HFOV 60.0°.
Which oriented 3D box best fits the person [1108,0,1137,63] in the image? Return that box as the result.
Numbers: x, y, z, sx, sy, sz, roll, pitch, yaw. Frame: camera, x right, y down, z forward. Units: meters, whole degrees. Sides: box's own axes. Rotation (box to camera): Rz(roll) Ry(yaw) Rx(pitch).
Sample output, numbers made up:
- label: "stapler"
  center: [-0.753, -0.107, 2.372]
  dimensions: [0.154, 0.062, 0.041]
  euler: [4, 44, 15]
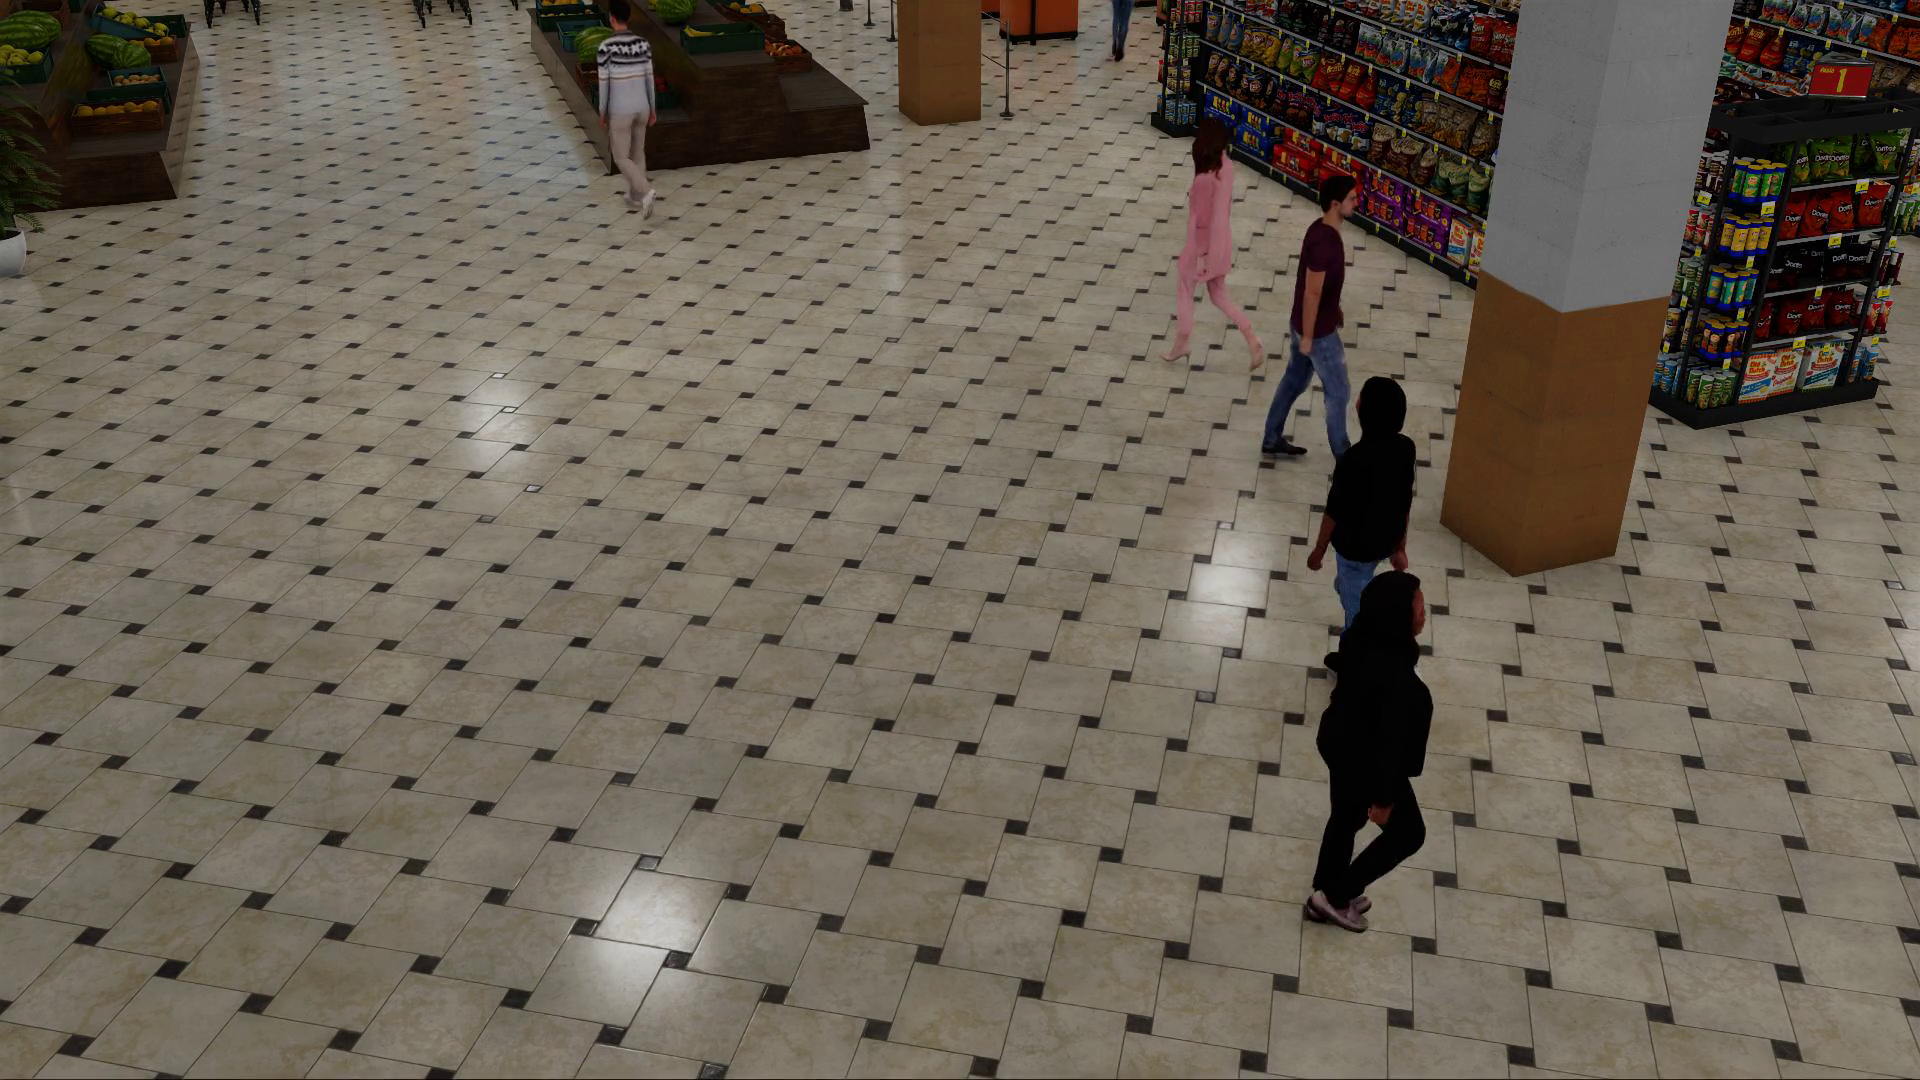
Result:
- label: "person"
  center: [1.956, -6.572, 19.929]
  dimensions: [0.713, 1.631, 0.766]
  euler: [8, 30, 14]

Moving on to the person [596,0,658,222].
- label: "person"
  center: [-2.863, -3.739, 14.528]
  dimensions: [0.934, 1.833, 1.138]
  euler: [-23, 36, -36]

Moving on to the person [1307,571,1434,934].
- label: "person"
  center: [1.474, 0.858, 6.350]
  dimensions: [0.768, 1.602, 0.620]
  euler: [-5, 29, -9]

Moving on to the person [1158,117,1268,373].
- label: "person"
  center: [1.772, -1.945, 11.305]
  dimensions: [1.175, 1.774, 0.992]
  euler: [21, 35, 34]

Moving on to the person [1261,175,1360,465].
- label: "person"
  center: [2.073, -1.308, 10.089]
  dimensions: [1.004, 1.821, 1.031]
  euler: [3, 29, 6]

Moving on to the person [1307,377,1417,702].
- label: "person"
  center: [1.934, 0.089, 7.680]
  dimensions: [0.651, 1.678, 0.776]
  euler: [-19, 34, -31]
